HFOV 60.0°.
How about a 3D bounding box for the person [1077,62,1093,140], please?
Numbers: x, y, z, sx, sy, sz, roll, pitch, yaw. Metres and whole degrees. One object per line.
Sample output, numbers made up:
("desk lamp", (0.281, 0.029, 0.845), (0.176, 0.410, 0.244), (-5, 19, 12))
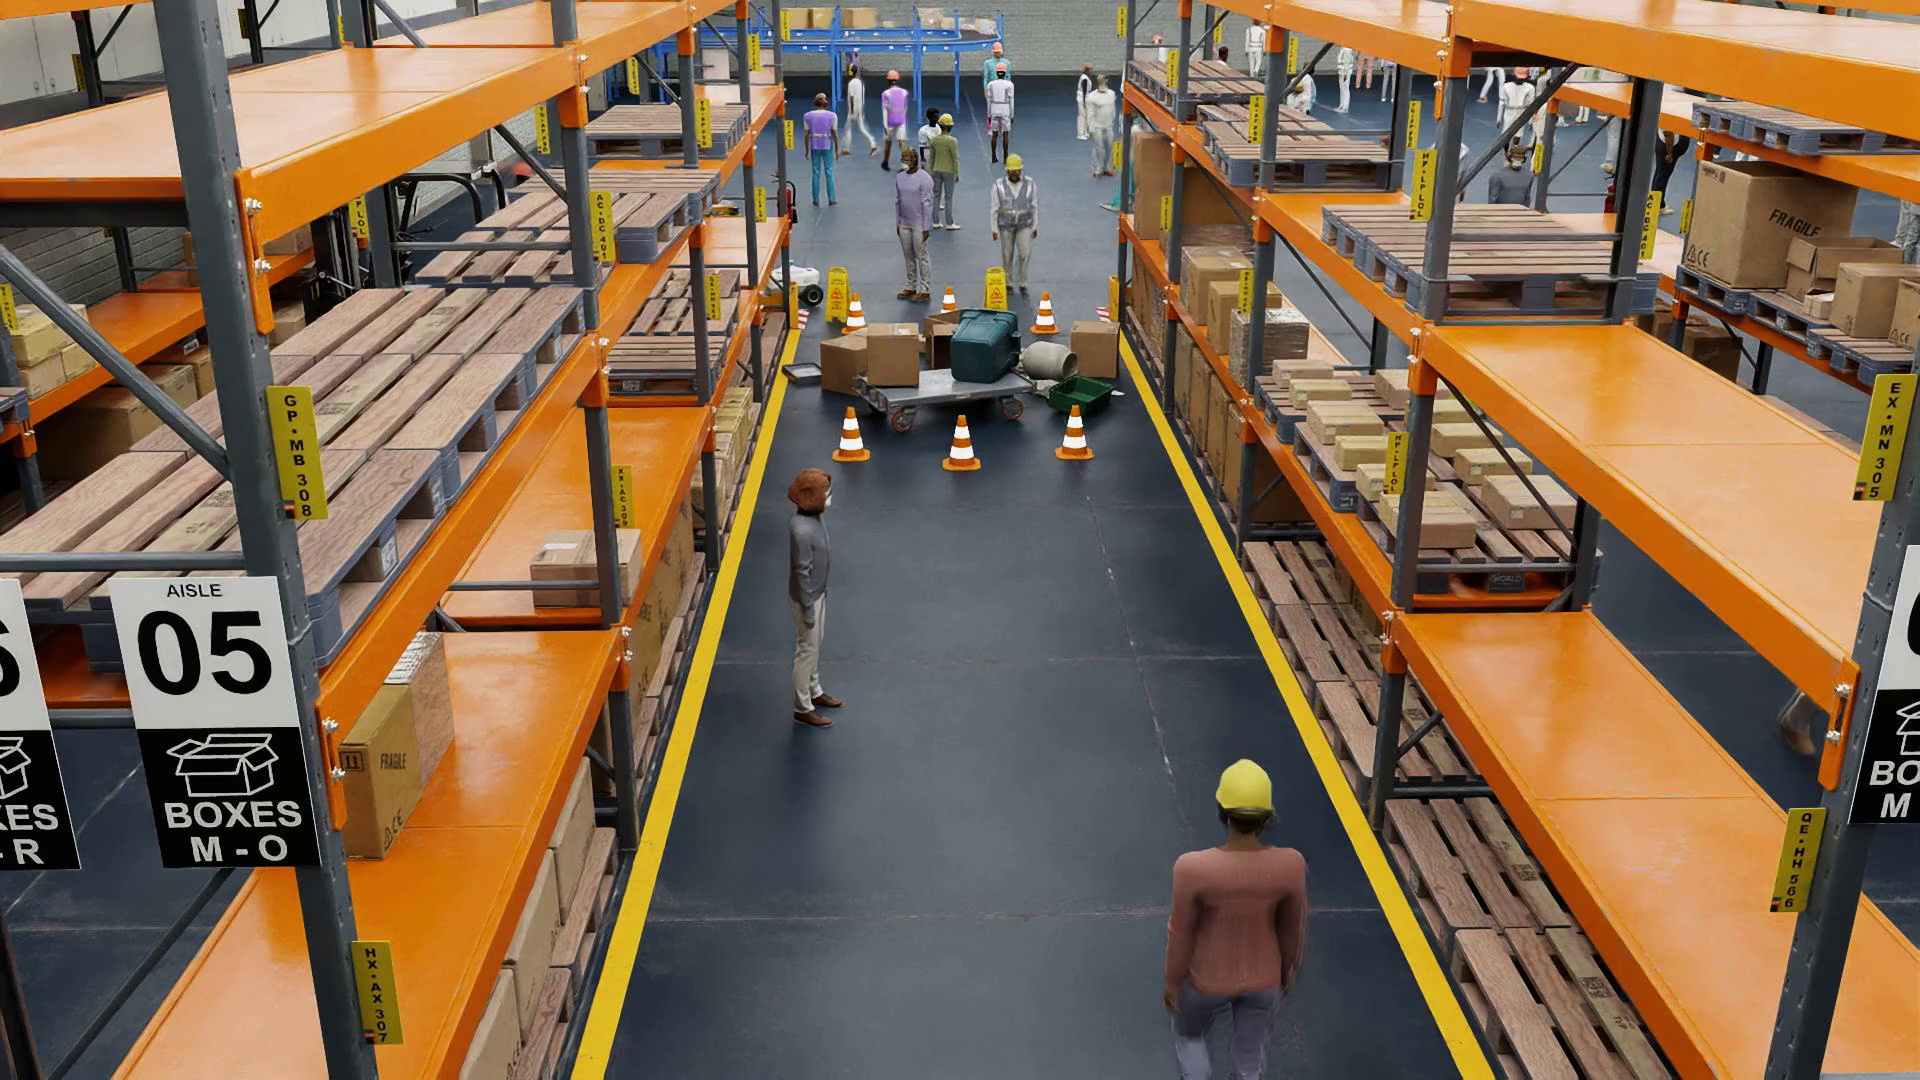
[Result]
("person", (2.715, -9.550, 36.173), (0.362, 1.630, 0.553), (3, 21, 7))

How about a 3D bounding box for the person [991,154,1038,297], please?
("person", (0.704, -3.993, 21.236), (0.616, 1.801, 0.721), (-2, 21, -4))

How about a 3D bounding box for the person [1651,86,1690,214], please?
("person", (11.642, -6.388, 27.240), (0.537, 2.000, 0.680), (5, 21, 13))

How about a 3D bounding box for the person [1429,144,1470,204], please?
("person", (6.901, -4.973, 23.657), (0.601, 1.927, 0.526), (5, 21, 14))

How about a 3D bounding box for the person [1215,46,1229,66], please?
("person", (5.705, -9.928, 36.784), (0.387, 1.906, 0.603), (-5, 21, -12))

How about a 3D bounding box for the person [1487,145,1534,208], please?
("person", (7.010, -4.077, 21.278), (0.627, 1.936, 0.376), (-6, 22, -15))

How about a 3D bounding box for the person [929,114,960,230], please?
("person", (-0.232, -5.717, 25.847), (0.529, 1.767, 0.329), (14, 25, 33))

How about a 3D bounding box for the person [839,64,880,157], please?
("person", (-2.049, -8.644, 33.503), (0.907, 1.848, 0.535), (10, 23, 25))

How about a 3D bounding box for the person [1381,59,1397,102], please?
("person", (11.256, -12.396, 43.296), (0.581, 1.919, 0.395), (8, 22, 20))

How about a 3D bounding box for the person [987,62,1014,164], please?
("person", (0.803, -8.371, 32.641), (0.543, 1.929, 0.387), (7, 22, 17))

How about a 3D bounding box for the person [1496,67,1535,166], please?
("person", (10.506, -7.971, 31.470), (0.653, 2.008, 0.540), (8, 22, 21))

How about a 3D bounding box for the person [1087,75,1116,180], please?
("person", (2.596, -7.590, 30.616), (0.656, 1.896, 0.479), (-11, 23, -27))

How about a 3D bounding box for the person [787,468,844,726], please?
("person", (-0.888, 0.340, 10.038), (0.295, 1.623, 0.507), (2, 21, 5))

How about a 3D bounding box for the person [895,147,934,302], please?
("person", (-0.583, -3.994, 21.075), (0.623, 1.932, 0.367), (19, 28, 40))

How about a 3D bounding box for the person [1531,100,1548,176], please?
("person", (10.904, -7.626, 31.092), (0.281, 1.624, 0.494), (9, 23, 23))

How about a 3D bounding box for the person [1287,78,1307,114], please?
("person", (6.396, -7.952, 31.802), (0.354, 1.731, 0.481), (-16, 26, -36))

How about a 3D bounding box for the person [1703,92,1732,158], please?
("person", (15.146, -8.630, 33.335), (0.587, 1.920, 0.391), (1, 21, 2))

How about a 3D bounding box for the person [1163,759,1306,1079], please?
("person", (1.044, 1.657, 6.374), (0.545, 1.750, 0.400), (-2, 21, -6))

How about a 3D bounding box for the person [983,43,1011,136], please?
("person", (0.823, -9.944, 36.699), (0.623, 1.993, 0.384), (-5, 21, -12))

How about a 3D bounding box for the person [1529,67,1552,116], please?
("person", (14.063, -11.103, 39.963), (0.719, 1.848, 1.014), (-7, 22, -17))

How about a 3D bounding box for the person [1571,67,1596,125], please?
("person", (14.531, -10.492, 38.668), (0.507, 1.623, 0.287), (-13, 24, -30))

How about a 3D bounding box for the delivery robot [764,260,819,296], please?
("delivery robot", (-2.149, -3.277, 20.951), (0.707, 0.478, 0.477), (-9, 23, -22))

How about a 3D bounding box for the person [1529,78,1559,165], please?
("person", (11.430, -8.165, 32.432), (0.323, 1.689, 0.539), (-16, 26, -35))

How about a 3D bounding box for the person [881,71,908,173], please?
("person", (-1.230, -7.907, 31.487), (0.539, 1.882, 0.965), (-8, 22, -20))

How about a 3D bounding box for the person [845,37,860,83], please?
("person", (-3.110, -14.047, 47.683), (0.403, 1.900, 0.641), (-13, 24, -30))

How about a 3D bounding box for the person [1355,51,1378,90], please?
("person", (11.310, -13.488, 46.211), (0.647, 1.900, 0.402), (8, 22, 21))

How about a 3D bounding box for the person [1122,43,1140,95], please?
("person", (3.976, -10.268, 37.673), (0.608, 1.913, 0.591), (-1, 21, -2))

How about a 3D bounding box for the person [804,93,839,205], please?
("person", (-2.326, -6.556, 27.955), (0.570, 1.843, 0.372), (0, 21, -1))

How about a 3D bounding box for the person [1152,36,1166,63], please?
("person", (5.105, -12.014, 42.593), (0.355, 1.705, 0.646), (-3, 21, -7))

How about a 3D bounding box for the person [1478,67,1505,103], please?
("person", (13.790, -12.169, 42.821), (0.582, 1.852, 0.871), (-8, 22, -21))

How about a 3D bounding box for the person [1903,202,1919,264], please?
("person", (12.771, -4.338, 21.944), (0.377, 1.951, 0.609), (-4, 21, -11))

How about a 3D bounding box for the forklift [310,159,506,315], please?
("forklift", (-5.622, -2.910, 17.832), (2.313, 2.155, 1.214), (-1, 21, -1))

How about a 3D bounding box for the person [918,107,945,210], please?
("person", (-0.456, -6.285, 27.456), (0.530, 1.689, 0.322), (-15, 25, -35))

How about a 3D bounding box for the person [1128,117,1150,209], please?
("person", (2.950, -6.449, 27.671), (0.328, 1.844, 0.514), (-10, 23, -24))

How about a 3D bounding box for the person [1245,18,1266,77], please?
("person", (8.516, -14.151, 47.994), (0.597, 1.870, 0.594), (5, 21, 13))

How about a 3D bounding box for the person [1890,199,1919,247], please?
("person", (14.070, -5.183, 24.482), (0.486, 1.736, 0.320), (0, 21, 1))

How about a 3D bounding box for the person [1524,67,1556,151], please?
("person", (11.990, -8.908, 34.173), (0.517, 1.852, 0.734), (-18, 27, -39))

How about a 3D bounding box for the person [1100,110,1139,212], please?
("person", (2.721, -6.252, 27.328), (0.913, 1.720, 0.531), (-5, 21, -13))

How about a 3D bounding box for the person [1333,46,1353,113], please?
("person", (9.426, -11.492, 40.878), (0.427, 1.938, 0.604), (0, 21, -1))
